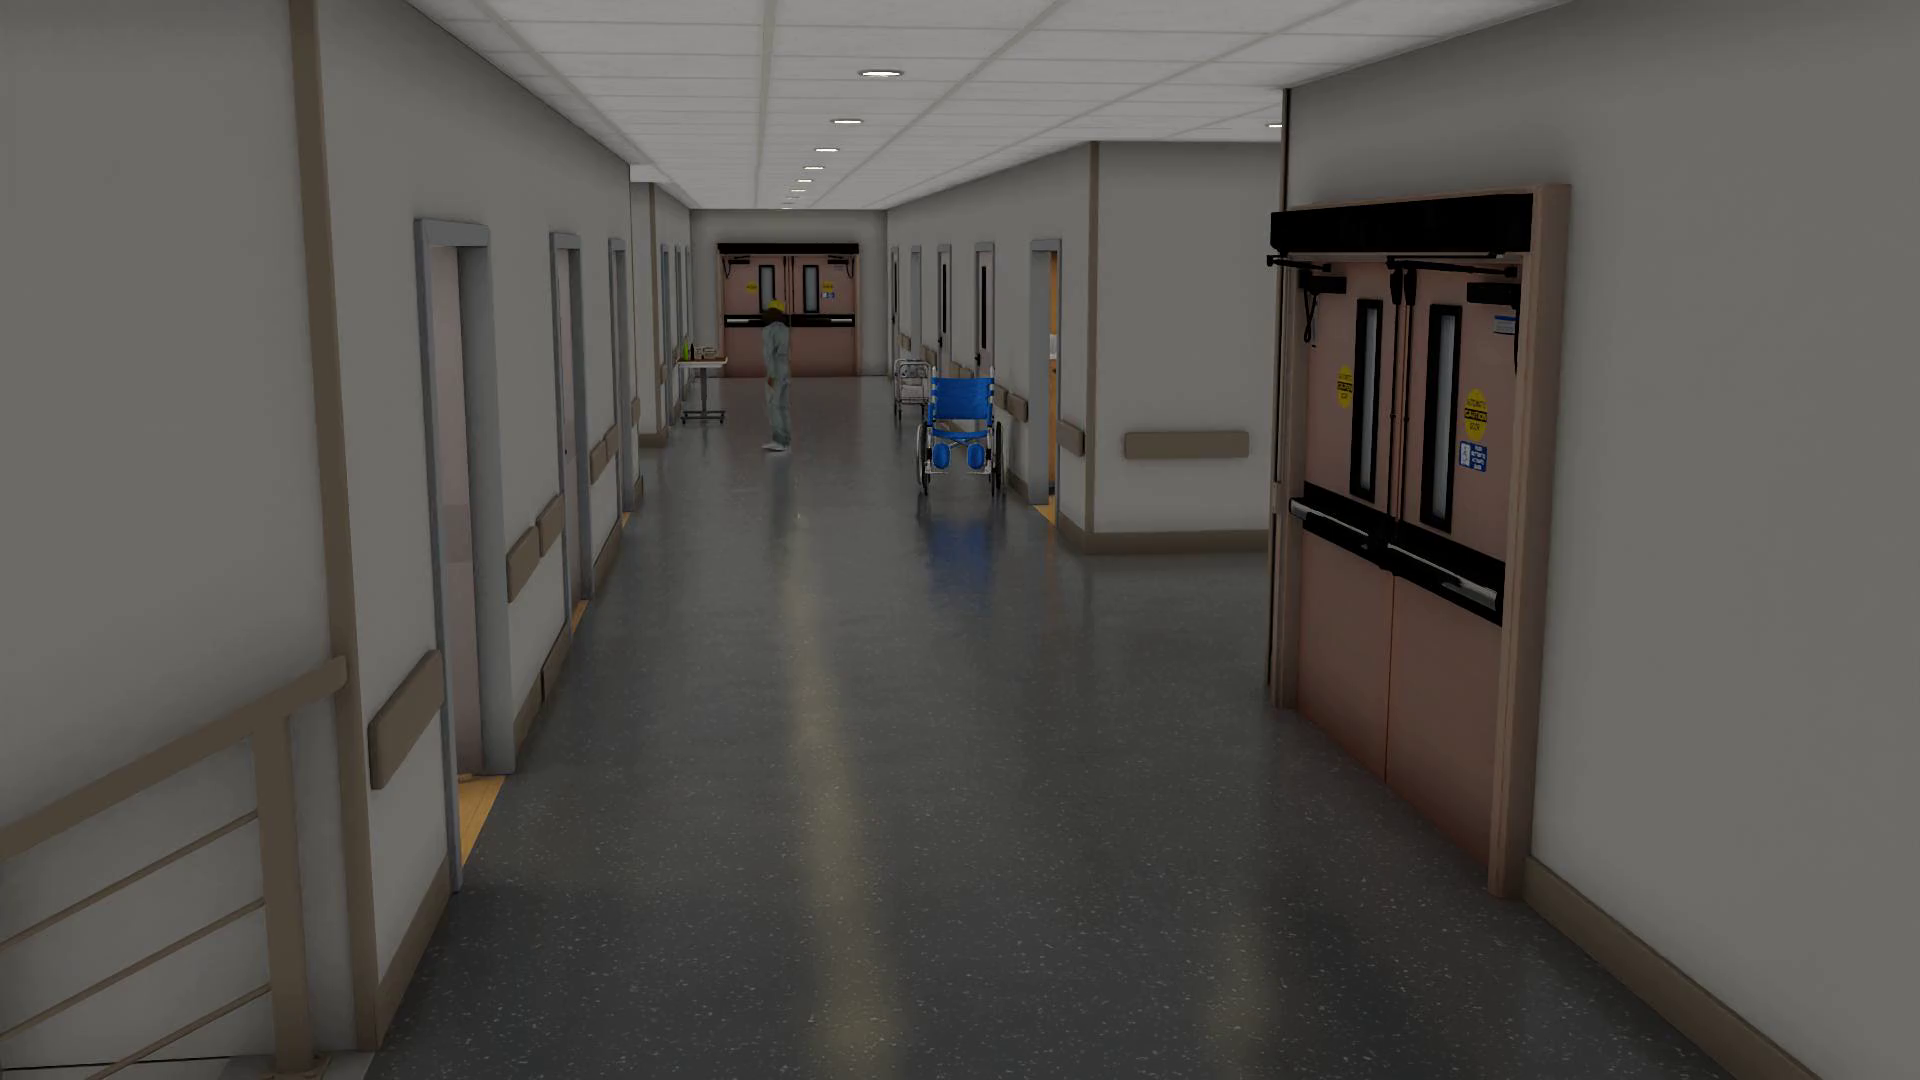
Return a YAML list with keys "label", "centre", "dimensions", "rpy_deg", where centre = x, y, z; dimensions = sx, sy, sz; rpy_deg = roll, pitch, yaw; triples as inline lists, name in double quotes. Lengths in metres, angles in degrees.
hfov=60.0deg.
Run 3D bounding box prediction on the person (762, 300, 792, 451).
- label: "person"
  centre: [-2.090, -1.861, 18.865]
  dimensions: [0.429, 1.699, 0.645]
  rpy_deg: [5, 11, 26]
